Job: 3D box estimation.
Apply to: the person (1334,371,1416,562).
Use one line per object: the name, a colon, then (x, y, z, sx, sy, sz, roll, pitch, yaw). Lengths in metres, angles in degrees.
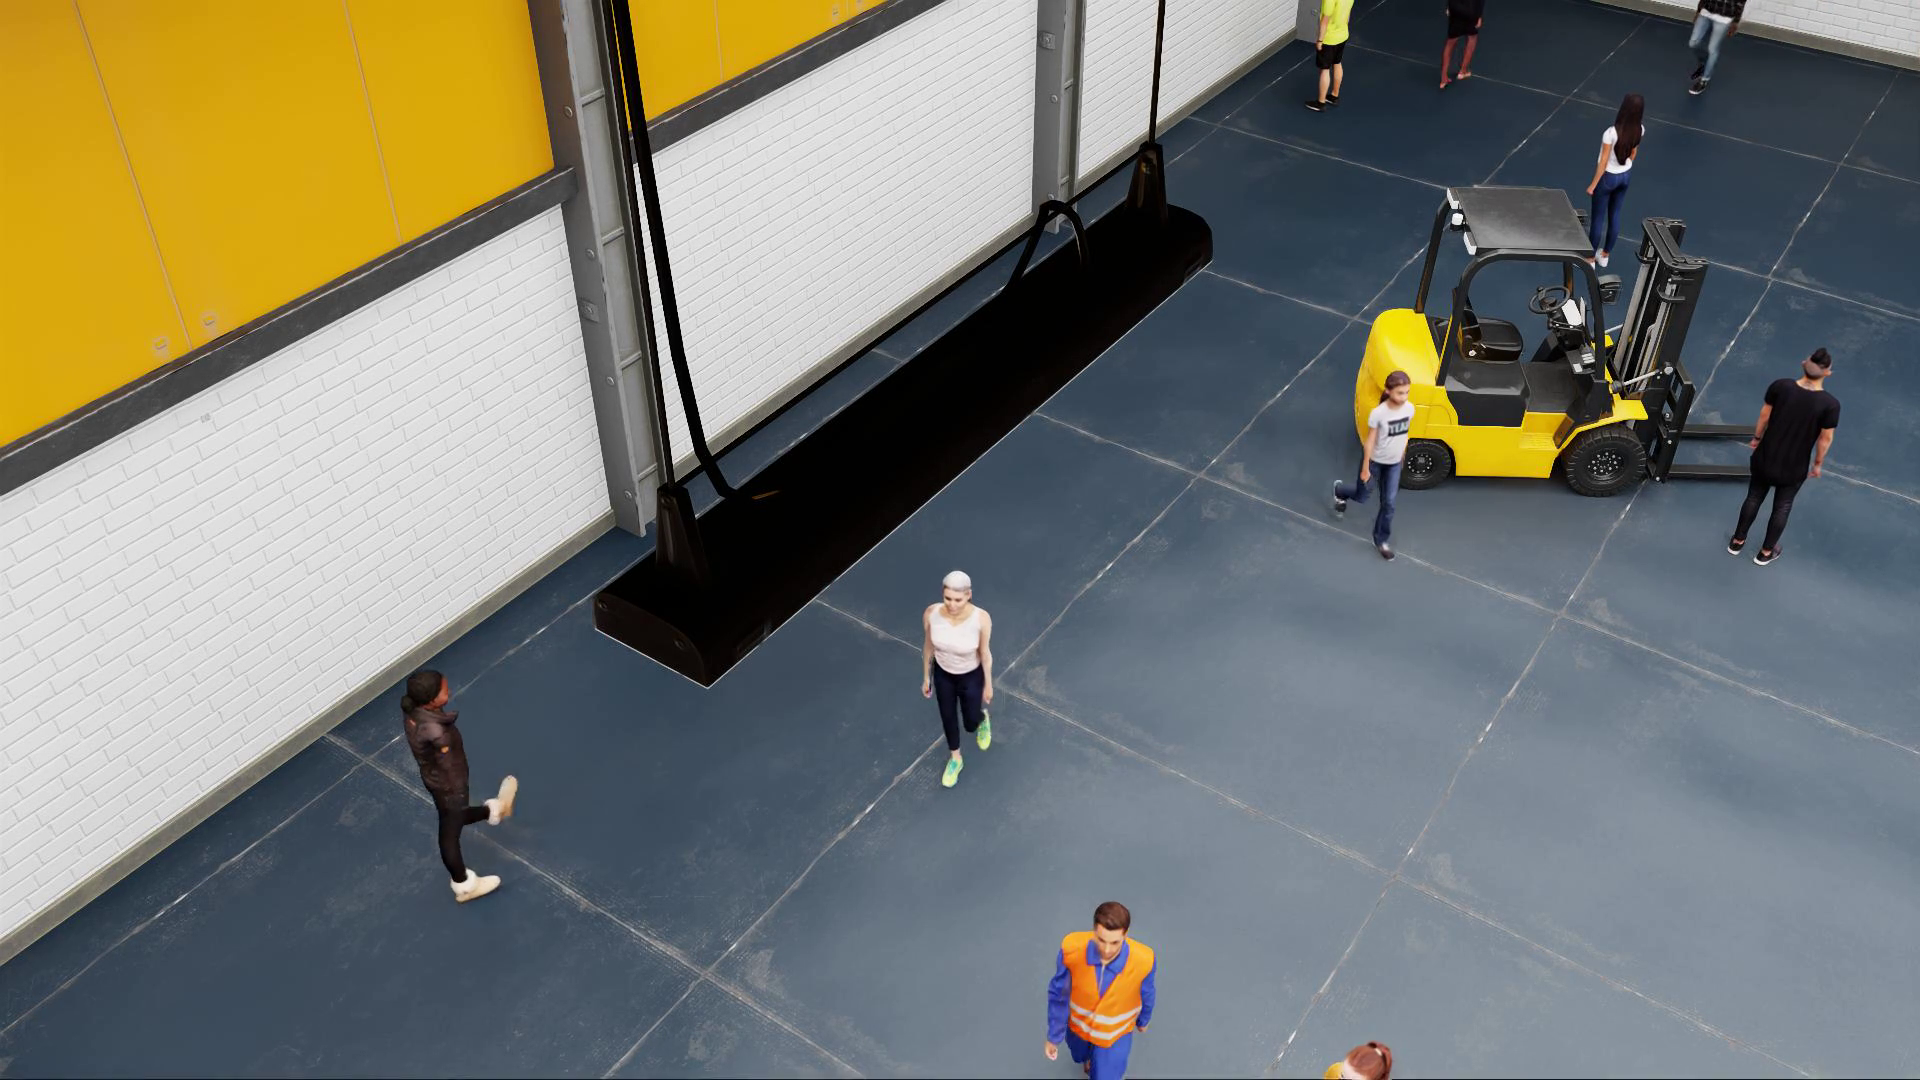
person: (3.121, -0.637, 12.453, 0.966, 1.543, 0.952, -12, 40, -15)

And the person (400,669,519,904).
person: (-2.920, 1.390, 9.831, 0.935, 1.648, 0.751, 25, 45, 27)

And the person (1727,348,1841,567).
person: (6.060, -0.641, 12.202, 0.713, 1.862, 0.619, 30, 47, 32)

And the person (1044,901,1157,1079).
person: (0.705, 2.383, 8.440, 0.979, 1.832, 1.280, 8, 39, 10)

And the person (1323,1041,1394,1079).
person: (1.769, 2.933, 7.817, 0.727, 1.750, 0.696, -15, 41, -18)

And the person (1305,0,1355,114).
person: (4.191, -5.665, 18.618, 0.535, 1.706, 0.721, -29, 47, -31)

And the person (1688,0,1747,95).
person: (8.706, -6.020, 18.983, 0.824, 1.807, 0.787, -27, 46, -30)

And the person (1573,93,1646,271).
person: (6.165, -3.375, 15.696, 0.623, 1.774, 0.730, -15, 41, -18)

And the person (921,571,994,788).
person: (0.015, 0.802, 10.531, 0.725, 1.692, 0.854, 12, 40, 14)

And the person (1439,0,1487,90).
person: (5.730, -6.002, 19.047, 0.648, 1.697, 0.779, 25, 45, 28)
